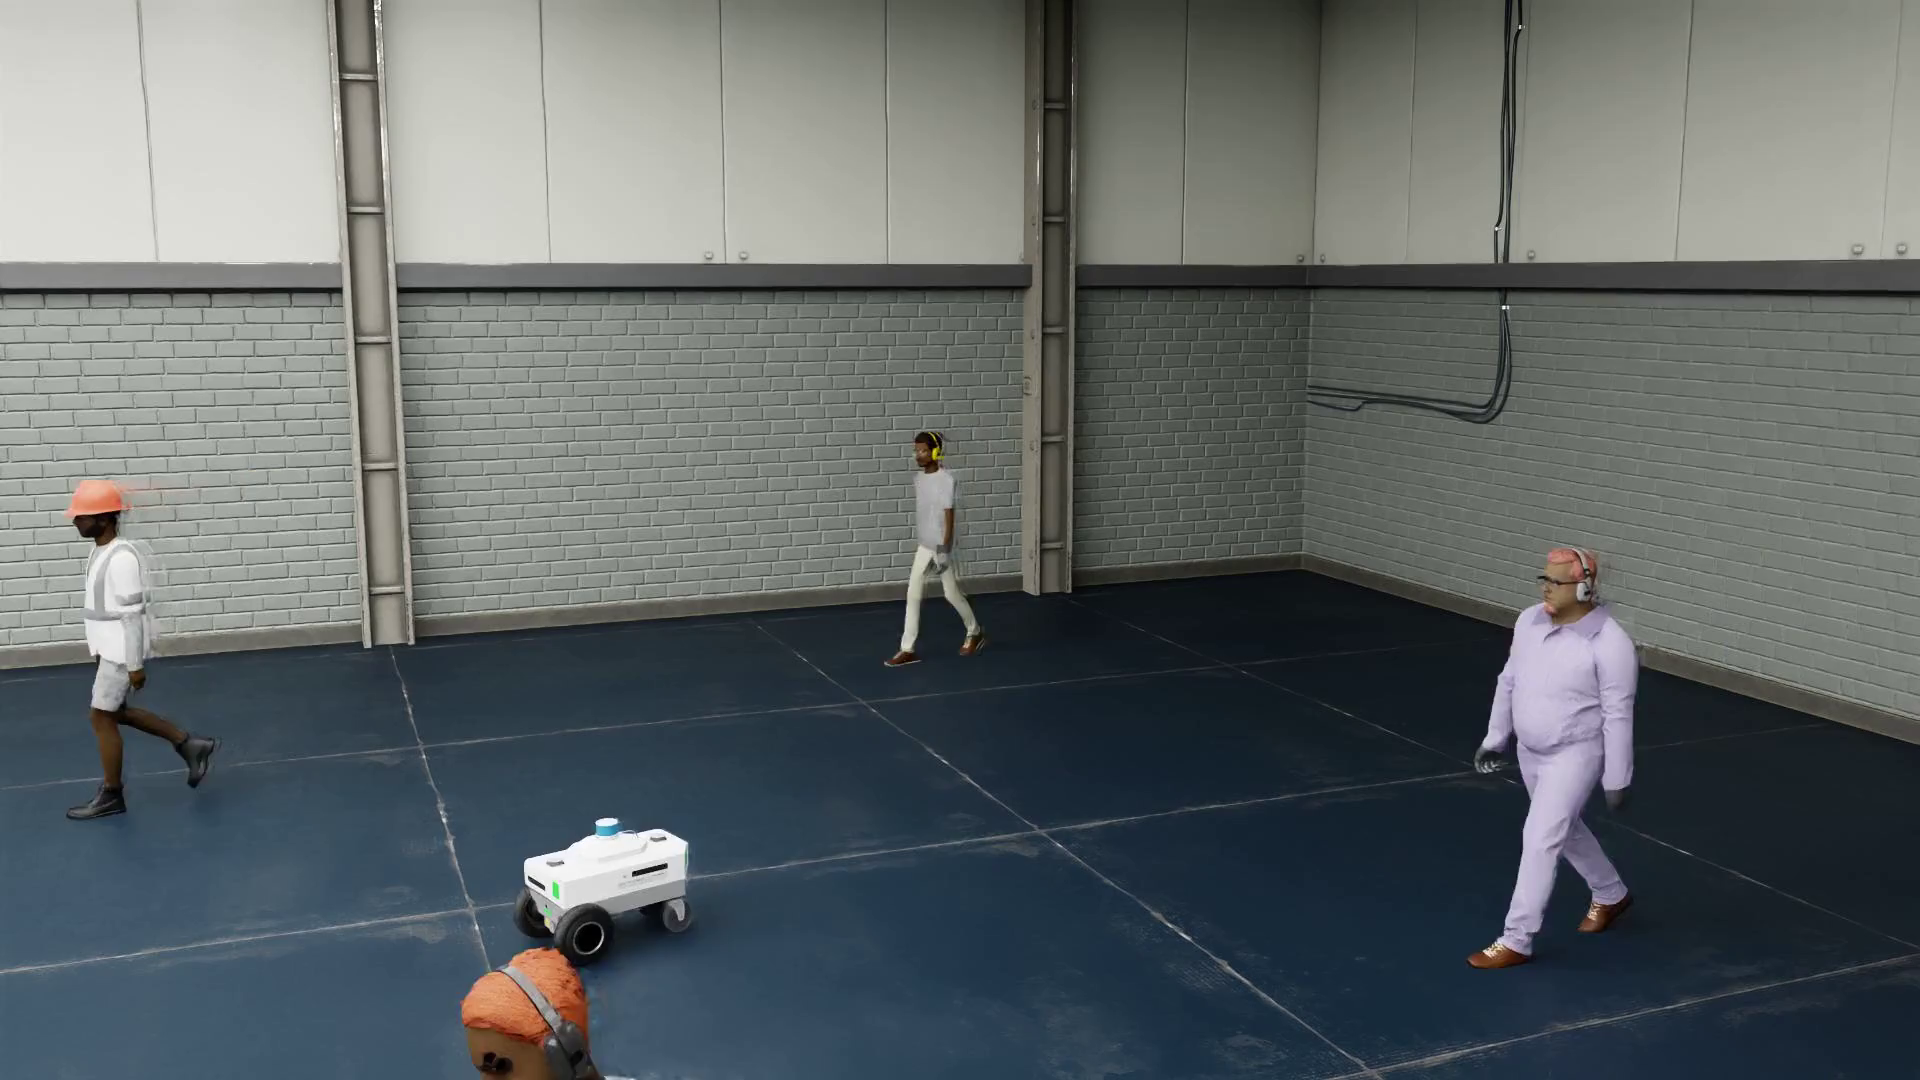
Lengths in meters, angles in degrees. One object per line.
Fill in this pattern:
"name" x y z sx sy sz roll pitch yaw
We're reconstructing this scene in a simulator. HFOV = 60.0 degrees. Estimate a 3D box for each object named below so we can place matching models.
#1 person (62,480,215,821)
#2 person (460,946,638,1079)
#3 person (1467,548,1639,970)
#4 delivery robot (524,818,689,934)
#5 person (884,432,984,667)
"person" -4.677 0.595 9.384 0.725 1.916 0.560 -6 11 -34
"person" -0.627 1.619 3.138 0.668 1.854 0.440 1 9 4
"person" 2.703 0.940 7.384 0.967 1.869 0.653 -3 10 -19
"delivery robot" -1.600 1.513 7.575 0.707 0.478 0.477 -7 12 -39
"person" -0.160 0.053 13.066 0.938 1.834 0.534 -9 13 -44
